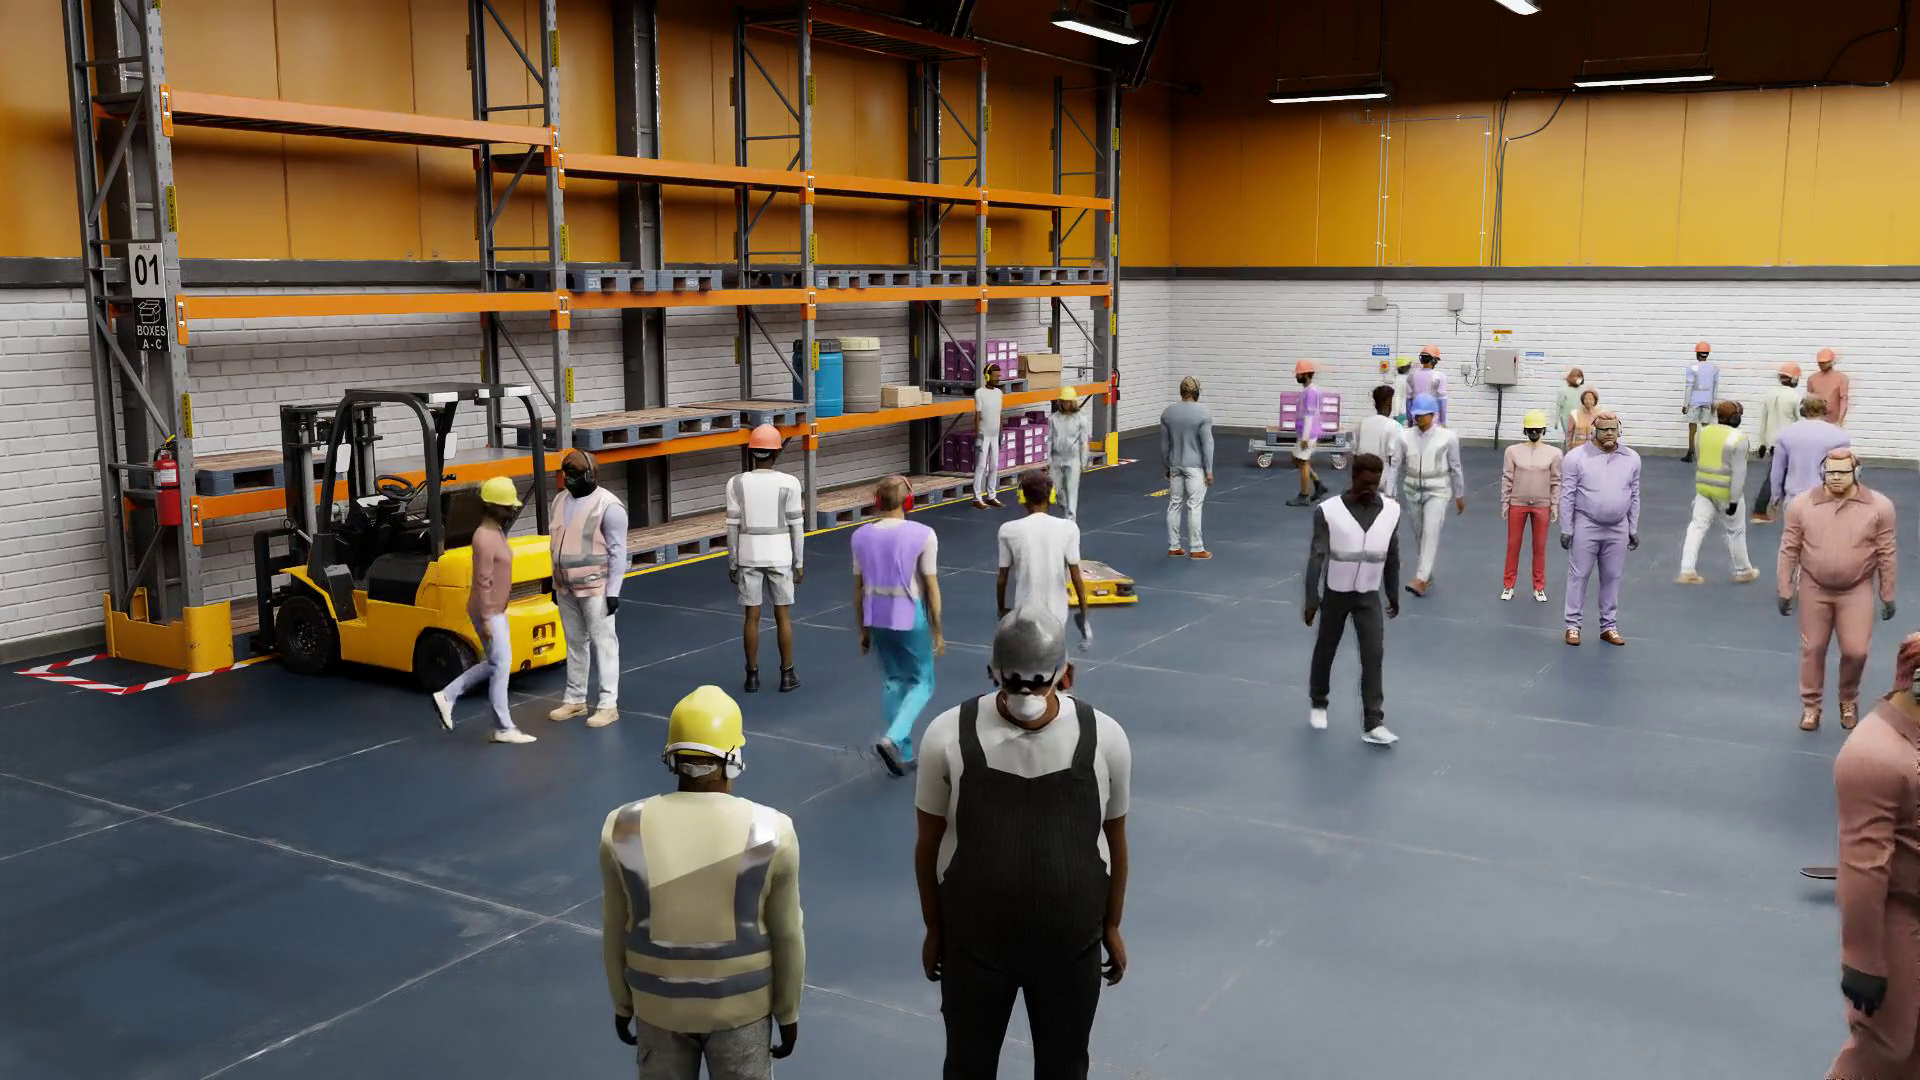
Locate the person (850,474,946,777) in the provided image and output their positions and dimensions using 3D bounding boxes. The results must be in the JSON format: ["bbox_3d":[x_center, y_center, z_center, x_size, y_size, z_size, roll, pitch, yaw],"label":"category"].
[{"bbox_3d":[-0.391,0.529,9.855,0.610,1.820,0.524,5,10,27],"label":"person"}]

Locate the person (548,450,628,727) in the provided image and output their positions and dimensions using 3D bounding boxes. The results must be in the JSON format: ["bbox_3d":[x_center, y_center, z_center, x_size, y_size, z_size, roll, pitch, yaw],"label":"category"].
[{"bbox_3d":[-2.507,0.321,11.091,0.619,1.845,0.430,6,11,32],"label":"person"}]

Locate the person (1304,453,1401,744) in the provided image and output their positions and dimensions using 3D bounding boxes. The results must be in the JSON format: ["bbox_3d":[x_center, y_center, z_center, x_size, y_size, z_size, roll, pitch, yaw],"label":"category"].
[{"bbox_3d":[2.554,0.367,10.733,0.712,1.856,0.960,-2,9,-11],"label":"person"}]

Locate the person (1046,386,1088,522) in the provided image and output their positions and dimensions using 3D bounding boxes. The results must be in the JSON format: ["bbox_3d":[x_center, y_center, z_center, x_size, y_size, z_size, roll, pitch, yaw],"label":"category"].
[{"bbox_3d":[1.244,-0.922,19.173,0.498,1.730,0.477,3,10,21],"label":"person"}]

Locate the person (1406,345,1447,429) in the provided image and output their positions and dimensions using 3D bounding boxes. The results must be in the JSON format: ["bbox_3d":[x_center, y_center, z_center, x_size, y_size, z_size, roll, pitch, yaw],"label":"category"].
[{"bbox_3d":[6.438,-1.671,22.924,0.605,2.036,0.383,8,12,42],"label":"person"}]

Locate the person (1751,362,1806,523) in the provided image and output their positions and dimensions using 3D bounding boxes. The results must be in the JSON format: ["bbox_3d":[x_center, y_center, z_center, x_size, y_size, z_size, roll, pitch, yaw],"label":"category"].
[{"bbox_3d":[10.021,-1.176,20.120,1.024,1.938,0.613,-2,9,-12],"label":"person"}]

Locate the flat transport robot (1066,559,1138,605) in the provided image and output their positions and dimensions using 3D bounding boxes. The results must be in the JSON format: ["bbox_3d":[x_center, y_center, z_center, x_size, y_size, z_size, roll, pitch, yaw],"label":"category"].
[{"bbox_3d":[1.121,0.379,15.617,0.652,0.197,1.431,-2,9,-14],"label":"flat transport robot"}]

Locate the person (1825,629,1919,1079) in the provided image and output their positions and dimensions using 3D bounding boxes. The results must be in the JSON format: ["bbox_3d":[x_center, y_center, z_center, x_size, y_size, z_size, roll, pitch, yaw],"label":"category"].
[{"bbox_3d":[3.016,1.221,5.312,0.700,1.908,0.406,-7,12,-38],"label":"person"}]

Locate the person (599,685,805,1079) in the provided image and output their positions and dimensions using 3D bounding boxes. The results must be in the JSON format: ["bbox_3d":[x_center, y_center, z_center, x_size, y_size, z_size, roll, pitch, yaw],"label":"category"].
[{"bbox_3d":[-0.742,1.329,4.861,0.589,1.826,0.403,0,9,0],"label":"person"}]

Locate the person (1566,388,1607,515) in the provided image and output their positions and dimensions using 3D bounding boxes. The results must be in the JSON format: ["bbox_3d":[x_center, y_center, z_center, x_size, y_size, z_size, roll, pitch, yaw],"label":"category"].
[{"bbox_3d":[7.647,-1.040,20.270,0.520,1.627,0.378,5,10,28],"label":"person"}]

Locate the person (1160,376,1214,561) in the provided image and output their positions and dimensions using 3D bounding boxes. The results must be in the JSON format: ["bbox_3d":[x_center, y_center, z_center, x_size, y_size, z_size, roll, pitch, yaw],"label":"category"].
[{"bbox_3d":[2.391,-0.750,17.476,0.627,1.941,0.373,8,12,42],"label":"person"}]

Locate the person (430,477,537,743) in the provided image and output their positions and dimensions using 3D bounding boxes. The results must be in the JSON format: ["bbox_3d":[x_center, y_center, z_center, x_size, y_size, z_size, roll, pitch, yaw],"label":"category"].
[{"bbox_3d":[-3.050,0.459,10.563,0.608,1.740,0.537,-1,9,-6],"label":"person"}]

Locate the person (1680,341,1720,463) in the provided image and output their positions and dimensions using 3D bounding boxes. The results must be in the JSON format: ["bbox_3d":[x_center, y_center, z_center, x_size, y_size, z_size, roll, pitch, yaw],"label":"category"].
[{"bbox_3d":[11.779,-2.197,26.507,0.551,1.936,0.356,-1,9,-7],"label":"person"}]

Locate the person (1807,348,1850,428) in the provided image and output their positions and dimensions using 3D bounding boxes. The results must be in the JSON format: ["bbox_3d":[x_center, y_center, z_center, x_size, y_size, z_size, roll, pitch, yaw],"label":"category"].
[{"bbox_3d":[12.513,-1.790,23.985,0.613,1.949,1.016,9,13,44],"label":"person"}]

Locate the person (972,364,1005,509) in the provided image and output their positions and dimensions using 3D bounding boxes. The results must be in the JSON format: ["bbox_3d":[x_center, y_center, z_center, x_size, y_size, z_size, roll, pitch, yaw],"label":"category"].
[{"bbox_3d":[0.375,-1.327,21.335,0.518,1.861,0.321,-9,13,-44],"label":"person"}]

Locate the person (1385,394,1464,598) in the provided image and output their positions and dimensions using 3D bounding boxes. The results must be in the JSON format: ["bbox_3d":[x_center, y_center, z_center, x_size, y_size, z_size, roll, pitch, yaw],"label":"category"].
[{"bbox_3d":[4.348,-0.429,15.631,0.654,1.884,1.008,7,11,37],"label":"person"}]

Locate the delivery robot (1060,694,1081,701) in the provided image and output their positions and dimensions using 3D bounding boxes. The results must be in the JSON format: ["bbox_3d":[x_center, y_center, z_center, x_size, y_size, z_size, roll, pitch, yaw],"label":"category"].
[{"bbox_3d":[0.391,1.084,10.041,0.707,0.478,0.477,-3,10,-20],"label":"delivery robot"}]

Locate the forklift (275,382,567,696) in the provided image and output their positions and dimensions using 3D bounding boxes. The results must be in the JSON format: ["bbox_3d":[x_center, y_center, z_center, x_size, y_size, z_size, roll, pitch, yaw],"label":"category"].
[{"bbox_3d":[-3.974,-0.067,12.417,2.313,2.155,1.214,5,11,30],"label":"forklift"}]

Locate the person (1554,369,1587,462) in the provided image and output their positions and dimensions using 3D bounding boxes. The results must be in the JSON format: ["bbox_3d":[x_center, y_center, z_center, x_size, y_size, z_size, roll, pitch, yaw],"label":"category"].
[{"bbox_3d":[9.252,-1.797,25.110,0.508,1.578,0.887,-2,9,-14],"label":"person"}]

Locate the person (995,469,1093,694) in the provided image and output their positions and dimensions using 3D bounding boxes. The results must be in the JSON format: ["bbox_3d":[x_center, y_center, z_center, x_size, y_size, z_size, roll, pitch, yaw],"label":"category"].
[{"bbox_3d":[0.502,0.474,10.208,0.580,1.815,0.912,0,9,-1],"label":"person"}]

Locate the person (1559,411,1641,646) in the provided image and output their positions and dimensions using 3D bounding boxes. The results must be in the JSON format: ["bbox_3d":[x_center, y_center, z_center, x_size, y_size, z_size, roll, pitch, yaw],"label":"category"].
[{"bbox_3d":[5.185,-0.092,13.465,0.651,1.907,0.409,0,9,0],"label":"person"}]

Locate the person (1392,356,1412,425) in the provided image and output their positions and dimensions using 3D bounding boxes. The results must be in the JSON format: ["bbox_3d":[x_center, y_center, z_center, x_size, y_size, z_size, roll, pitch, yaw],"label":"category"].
[{"bbox_3d":[6.893,-1.989,25.834,0.556,1.734,0.696,-3,10,-19],"label":"person"}]

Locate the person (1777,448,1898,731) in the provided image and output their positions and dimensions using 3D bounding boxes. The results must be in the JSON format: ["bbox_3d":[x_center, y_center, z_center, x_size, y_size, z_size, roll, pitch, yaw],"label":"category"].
[{"bbox_3d":[5.713,0.339,10.853,0.711,1.886,0.449,5,10,30],"label":"person"}]

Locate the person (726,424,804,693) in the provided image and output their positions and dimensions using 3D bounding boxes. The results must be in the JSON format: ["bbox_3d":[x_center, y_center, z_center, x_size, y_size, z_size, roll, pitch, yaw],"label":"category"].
[{"bbox_3d":[-1.395,0.133,11.968,0.551,1.935,0.375,0,9,1],"label":"person"}]

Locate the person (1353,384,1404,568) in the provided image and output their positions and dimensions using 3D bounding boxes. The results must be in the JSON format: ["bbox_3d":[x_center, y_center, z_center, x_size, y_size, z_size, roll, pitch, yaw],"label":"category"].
[{"bbox_3d":[4.129,-0.596,16.647,0.940,1.911,0.653,-8,12,-41],"label":"person"}]

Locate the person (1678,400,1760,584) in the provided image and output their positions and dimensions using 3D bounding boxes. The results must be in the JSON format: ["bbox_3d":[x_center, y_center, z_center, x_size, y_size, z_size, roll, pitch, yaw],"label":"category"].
[{"bbox_3d":[7.382,-0.455,16.121,0.950,1.800,0.620,-5,10,-27],"label":"person"}]

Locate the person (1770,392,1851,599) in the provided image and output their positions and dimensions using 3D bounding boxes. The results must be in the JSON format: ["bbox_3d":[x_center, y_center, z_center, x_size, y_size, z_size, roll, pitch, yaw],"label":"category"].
[{"bbox_3d":[7.889,-0.407,15.398,0.676,1.924,0.508,8,12,41],"label":"person"}]

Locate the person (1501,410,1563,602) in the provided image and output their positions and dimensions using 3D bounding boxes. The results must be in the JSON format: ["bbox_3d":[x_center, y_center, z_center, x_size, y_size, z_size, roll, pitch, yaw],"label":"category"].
[{"bbox_3d":[5.238,-0.311,15.277,0.525,1.769,0.309,2,9,15],"label":"person"}]

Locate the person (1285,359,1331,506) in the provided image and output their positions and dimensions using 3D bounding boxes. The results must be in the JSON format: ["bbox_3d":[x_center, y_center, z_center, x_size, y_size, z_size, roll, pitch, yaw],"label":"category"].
[{"bbox_3d":[4.485,-1.374,21.444,0.476,1.922,0.543,1,9,6],"label":"person"}]
